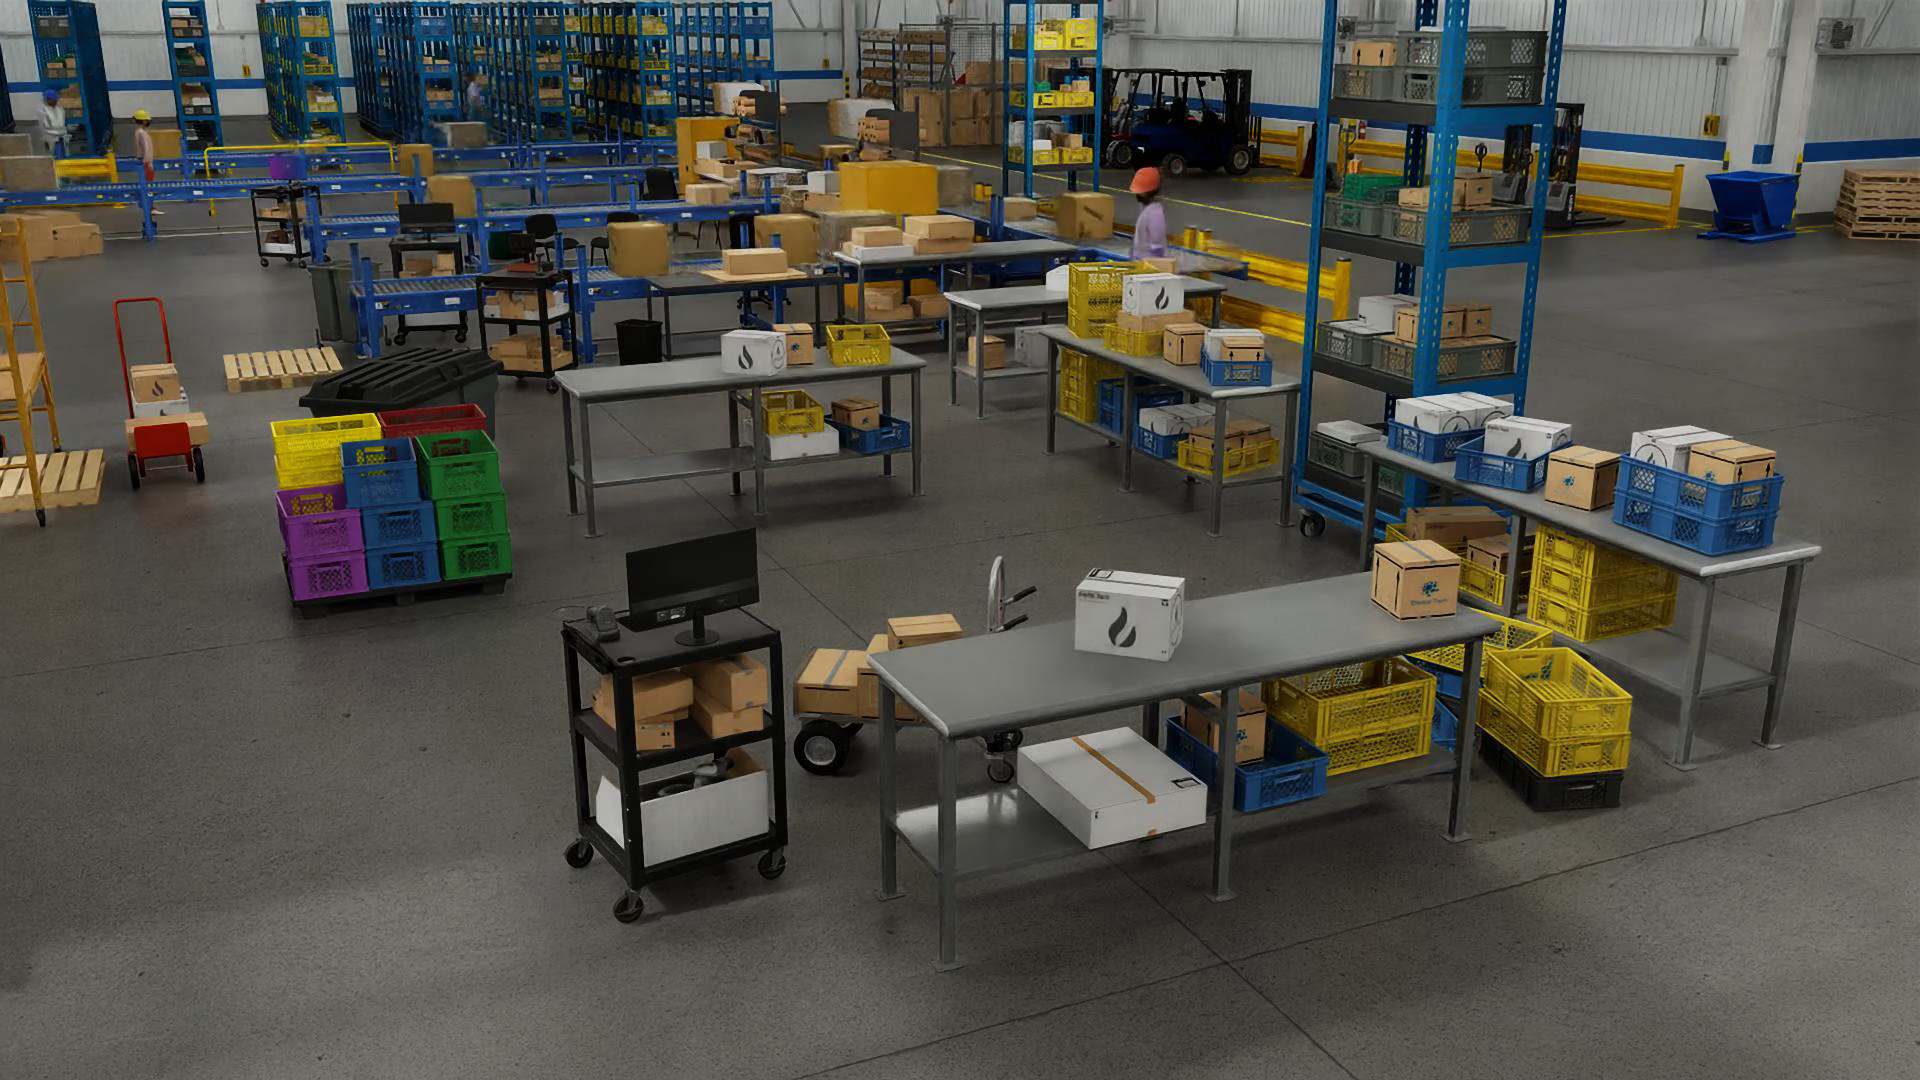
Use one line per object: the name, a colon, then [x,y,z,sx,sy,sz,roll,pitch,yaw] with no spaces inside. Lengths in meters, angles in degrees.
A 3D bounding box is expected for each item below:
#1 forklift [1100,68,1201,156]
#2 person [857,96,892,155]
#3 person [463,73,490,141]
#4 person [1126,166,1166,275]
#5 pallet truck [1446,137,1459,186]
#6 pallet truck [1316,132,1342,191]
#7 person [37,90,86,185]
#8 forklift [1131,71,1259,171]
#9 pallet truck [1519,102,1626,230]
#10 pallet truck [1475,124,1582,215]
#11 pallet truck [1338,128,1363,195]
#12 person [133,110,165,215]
forklift: [4.082,-9.564,37.410,2.680,1.987,1.157,-8,19,-23]
person: [-1.602,-7.492,31.613,0.654,1.838,1.047,-8,19,-24]
person: [-13.179,-11.638,44.742,0.946,1.796,0.568,-2,18,-8]
person: [1.904,-2.633,16.109,1.032,1.973,0.649,1,18,5]
pallet truck: [9.184,-6.485,29.328,1.630,1.274,0.653,-8,19,-23]
pallet truck: [7.723,-7.504,32.656,1.601,1.201,0.680,-8,19,-23]
person: [-17.797,-7.898,32.806,0.991,1.890,0.648,8,19,25]
forklift: [4.998,-8.936,35.413,2.680,1.987,1.157,-9,20,-25]
pallet truck: [9.972,-6.037,26.785,1.885,1.965,0.823,-9,20,-25]
pallet truck: [9.707,-6.455,28.103,1.885,1.965,0.823,-7,19,-20]
pallet truck: [7.845,-7.140,31.411,1.522,1.261,0.704,-9,20,-25]
person: [-13.937,-6.473,28.536,0.318,1.767,0.534,-12,21,-34]
